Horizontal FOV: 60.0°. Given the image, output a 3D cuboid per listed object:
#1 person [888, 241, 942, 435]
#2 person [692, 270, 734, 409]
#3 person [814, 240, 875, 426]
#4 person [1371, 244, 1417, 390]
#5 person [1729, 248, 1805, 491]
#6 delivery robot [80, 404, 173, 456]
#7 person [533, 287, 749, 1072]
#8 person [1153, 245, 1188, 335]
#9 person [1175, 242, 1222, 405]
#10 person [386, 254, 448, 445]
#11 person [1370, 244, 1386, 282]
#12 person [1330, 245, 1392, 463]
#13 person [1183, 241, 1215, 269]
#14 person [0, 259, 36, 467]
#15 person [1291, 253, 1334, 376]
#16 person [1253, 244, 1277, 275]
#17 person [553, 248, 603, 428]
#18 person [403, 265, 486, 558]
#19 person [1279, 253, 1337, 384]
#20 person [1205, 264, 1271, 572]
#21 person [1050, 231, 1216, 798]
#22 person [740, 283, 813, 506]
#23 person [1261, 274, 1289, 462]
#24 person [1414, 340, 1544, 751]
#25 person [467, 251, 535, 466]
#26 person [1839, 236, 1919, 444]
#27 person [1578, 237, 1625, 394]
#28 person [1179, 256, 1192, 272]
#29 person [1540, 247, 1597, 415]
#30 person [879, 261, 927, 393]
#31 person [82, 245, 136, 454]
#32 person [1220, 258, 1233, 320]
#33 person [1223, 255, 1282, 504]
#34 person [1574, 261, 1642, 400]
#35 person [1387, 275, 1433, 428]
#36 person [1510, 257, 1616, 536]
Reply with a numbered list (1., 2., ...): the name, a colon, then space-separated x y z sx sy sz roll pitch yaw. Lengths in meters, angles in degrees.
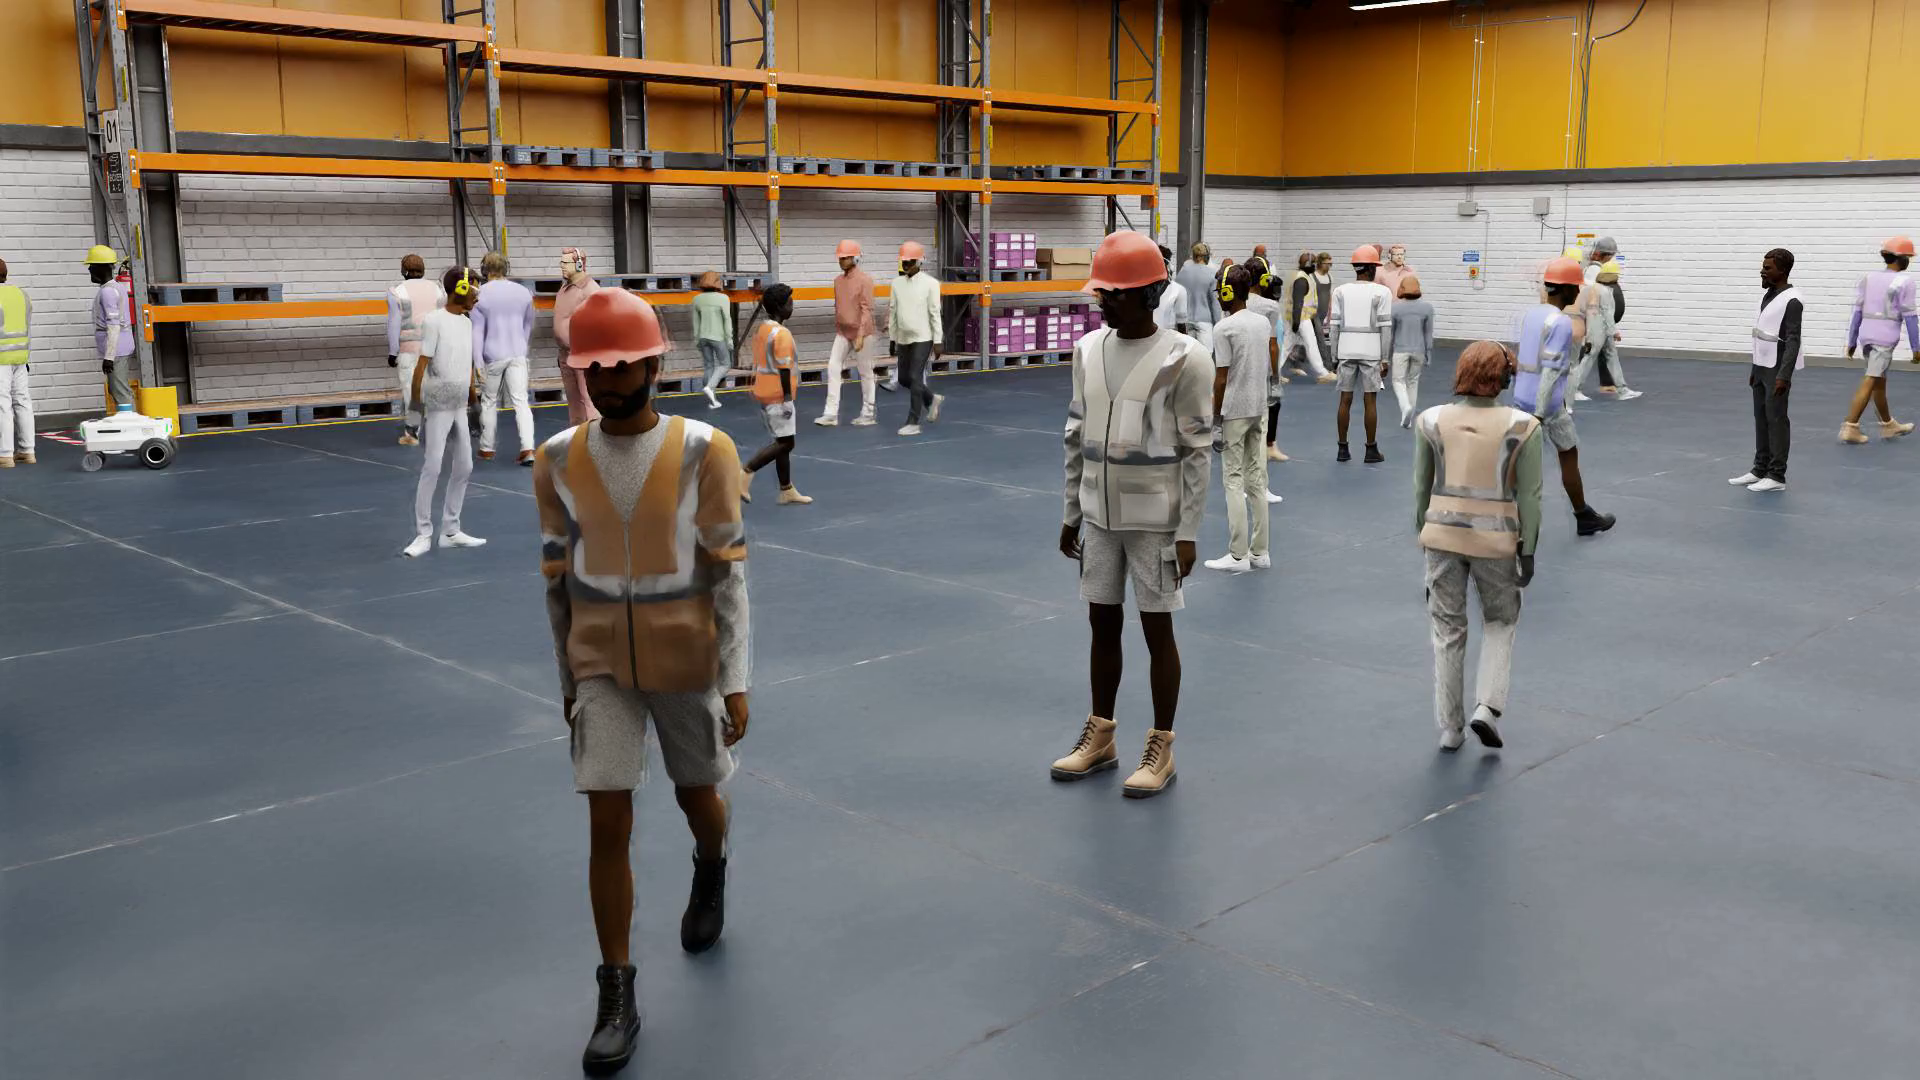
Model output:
1. person: -0.420 -2.078 17.089 0.650 1.969 0.736 7 13 35
2. person: -2.892 -2.323 19.338 0.522 1.619 0.449 5 11 23
3. person: -1.209 -2.162 17.537 0.623 1.962 0.851 9 13 39
4. person: 5.722 -2.933 21.907 0.641 1.908 0.407 -2 11 -12
5. person: 6.475 -1.350 13.237 0.392 1.920 0.587 1 10 3
6. delivery robot: -7.242 -0.938 14.458 0.707 0.478 0.477 -4 11 -20
7. person: -0.806 0.293 4.338 0.553 1.909 0.913 0 10 1
8. person: 1.734 -1.752 15.398 0.647 1.916 0.903 5 11 24
9. person: 2.857 -2.582 19.903 0.627 1.940 0.376 9 14 41
10. person: -5.257 -1.839 16.113 0.429 1.842 0.633 10 14 43
11. person: 6.934 -4.066 28.207 0.802 1.856 0.613 -1 10 -3
12. person: 3.575 -1.654 14.851 0.547 1.934 0.376 6 12 29
13. person: 3.827 -3.897 27.124 0.665 1.917 0.631 10 14 43
14. person: -8.413 -1.559 14.585 0.429 1.846 0.625 2 11 10
15. person: 5.077 -3.182 23.626 0.496 1.786 1.009 -8 13 -39
16. person: 5.134 -4.120 28.489 0.603 1.869 0.642 4 11 22
17. person: -3.501 -1.702 15.188 0.407 1.910 0.638 -10 14 -44
18. person: -3.306 -0.816 10.581 0.384 1.832 0.704 4 11 20
19. person: 4.691 -3.022 22.752 0.962 1.784 0.629 1 10 5
20. person: 1.679 -0.729 10.063 0.493 1.849 0.366 -9 14 -41
21. person: 0.606 -0.084 6.020 0.605 2.036 0.393 9 14 40
22. person: -1.407 -1.055 12.292 0.599 1.678 0.535 -4 11 -22
23. person: 2.646 -1.541 14.928 0.641 1.675 0.539 9 14 41
24. person: 2.011 0.033 6.515 0.513 1.624 0.361 6 12 28
25. person: -4.044 -1.603 14.717 0.616 1.891 0.988 -7 12 -33
26. person: 9.002 -1.924 16.116 0.989 2.004 0.646 -2 11 -13
27. person: 8.098 -2.891 21.307 0.852 2.000 0.684 5 12 27
28. person: 4.027 -4.146 28.817 0.753 1.813 0.407 4 11 21
29. person: 6.740 -2.305 18.507 0.595 1.899 0.882 4 11 19
30. person: -0.725 -2.720 21.257 0.936 1.714 0.533 -9 14 -42
31. person: -7.878 -1.761 15.453 0.370 1.928 0.585 -4 11 -19
32. person: 4.552 -3.987 28.396 0.507 1.632 0.268 1 10 3
33. person: 2.201 -1.203 12.571 0.513 1.872 0.331 9 14 42
34. person: 7.917 -2.541 20.344 0.854 1.701 0.484 5 12 26
35. person: 4.675 -1.937 17.291 0.508 1.617 0.632 0 10 0
36. person: 3.918 -0.943 11.152 1.025 1.882 0.550 -2 11 -13
